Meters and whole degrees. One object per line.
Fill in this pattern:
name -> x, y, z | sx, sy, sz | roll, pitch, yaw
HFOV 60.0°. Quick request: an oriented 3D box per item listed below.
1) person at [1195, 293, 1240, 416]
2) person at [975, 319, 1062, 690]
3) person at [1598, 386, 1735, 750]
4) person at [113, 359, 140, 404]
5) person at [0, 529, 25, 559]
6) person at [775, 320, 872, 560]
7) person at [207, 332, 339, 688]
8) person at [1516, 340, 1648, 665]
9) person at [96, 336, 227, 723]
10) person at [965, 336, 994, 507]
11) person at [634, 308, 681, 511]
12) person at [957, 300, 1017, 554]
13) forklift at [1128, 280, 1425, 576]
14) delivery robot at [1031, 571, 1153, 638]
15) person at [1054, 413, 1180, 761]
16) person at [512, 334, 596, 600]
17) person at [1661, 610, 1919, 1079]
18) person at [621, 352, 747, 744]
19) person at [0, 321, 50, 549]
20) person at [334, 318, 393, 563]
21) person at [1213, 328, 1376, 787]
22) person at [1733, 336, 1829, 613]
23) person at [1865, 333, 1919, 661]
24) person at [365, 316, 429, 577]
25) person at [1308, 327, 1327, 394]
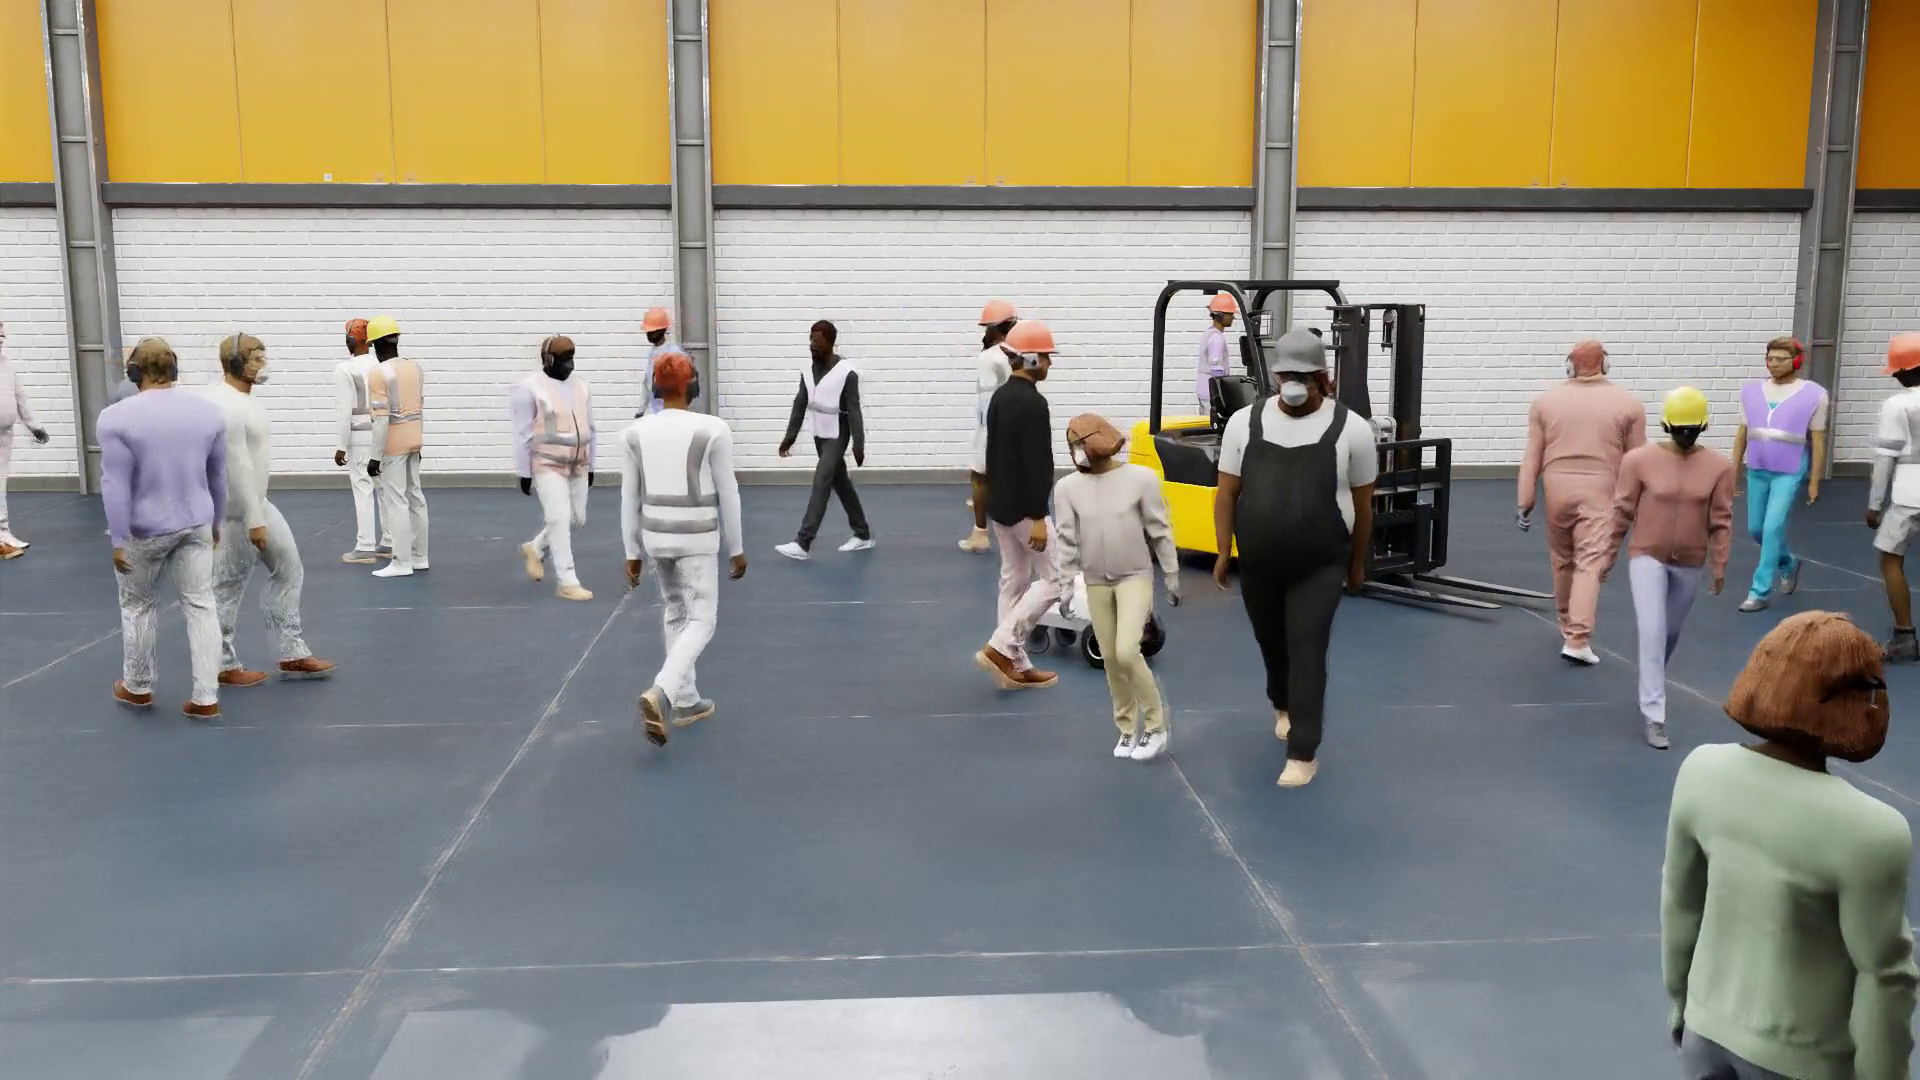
person -> 2.604, -1.476, 16.873 | 0.419, 2.035, 0.608 | 0, 9, 3
person -> 0.343, -0.166, 8.776 | 0.430, 1.981, 0.643 | -3, 10, -20
person -> 3.415, 0.083, 8.091 | 0.574, 1.712, 0.886 | 1, 9, 7
person -> -6.933, -0.816, 14.087 | 0.760, 1.603, 0.322 | 4, 10, 21
person -> -7.906, -0.795, 12.896 | 1.008, 1.945, 0.635 | 2, 9, 10
person -> -1.064, -0.790, 13.087 | 1.025, 1.858, 0.598 | -8, 12, -40
person -> -3.692, -0.143, 8.858 | 0.806, 1.908, 0.648 | -2, 9, -10
person -> 3.633, -0.239, 9.682 | 0.700, 1.851, 1.017 | 5, 11, 31
person -> -4.012, -0.055, 8.321 | 0.861, 1.909, 0.648 | 8, 12, 41
person -> 0.385, -1.114, 15.681 | 0.706, 1.679, 0.539 | 8, 12, 41
person -> -2.842, -1.204, 15.531 | 0.648, 1.905, 0.601 | -4, 10, -26
person -> 0.282, -0.871, 13.122 | 0.621, 2.013, 0.803 | -8, 12, -42
forklift -> 2.301, -0.860, 12.475 | 1.214, 2.155, 2.313 | -6, 11, -35
delivery robot -> 0.756, 0.365, 9.624 | 0.707, 0.478, 0.477 | 8, 12, 40
person -> 0.709, 0.222, 7.576 | 0.583, 1.594, 0.418 | 5, 10, 28
person -> -2.818, -0.512, 11.493 | 0.746, 1.821, 0.632 | 7, 11, 37
person -> 1.474, 0.929, 3.002 | 0.266, 1.632, 0.507 | -3, 10, -19
person -> -1.364, 0.034, 7.931 | 0.580, 1.858, 0.793 | 3, 10, 20
person -> -7.924, -0.871, 13.575 | 0.676, 1.881, 0.664 | 1, 9, 5
person -> -4.584, -0.761, 12.834 | 0.355, 1.882, 0.576 | 4, 10, 25
person -> 1.520, -0.003, 7.574 | 0.690, 2.000, 0.990 | 4, 10, 25
person -> 5.468, -0.451, 11.088 | 0.808, 1.819, 0.575 | -7, 11, -36
person -> 5.537, -0.234, 9.515 | 0.627, 1.892, 0.395 | 0, 9, -2
person -> -4.158, -0.682, 12.226 | 0.382, 1.917, 0.585 | 2, 9, 15
person -> 3.502, -1.294, 16.785 | 0.317, 1.693, 0.535 | -5, 10, -29
